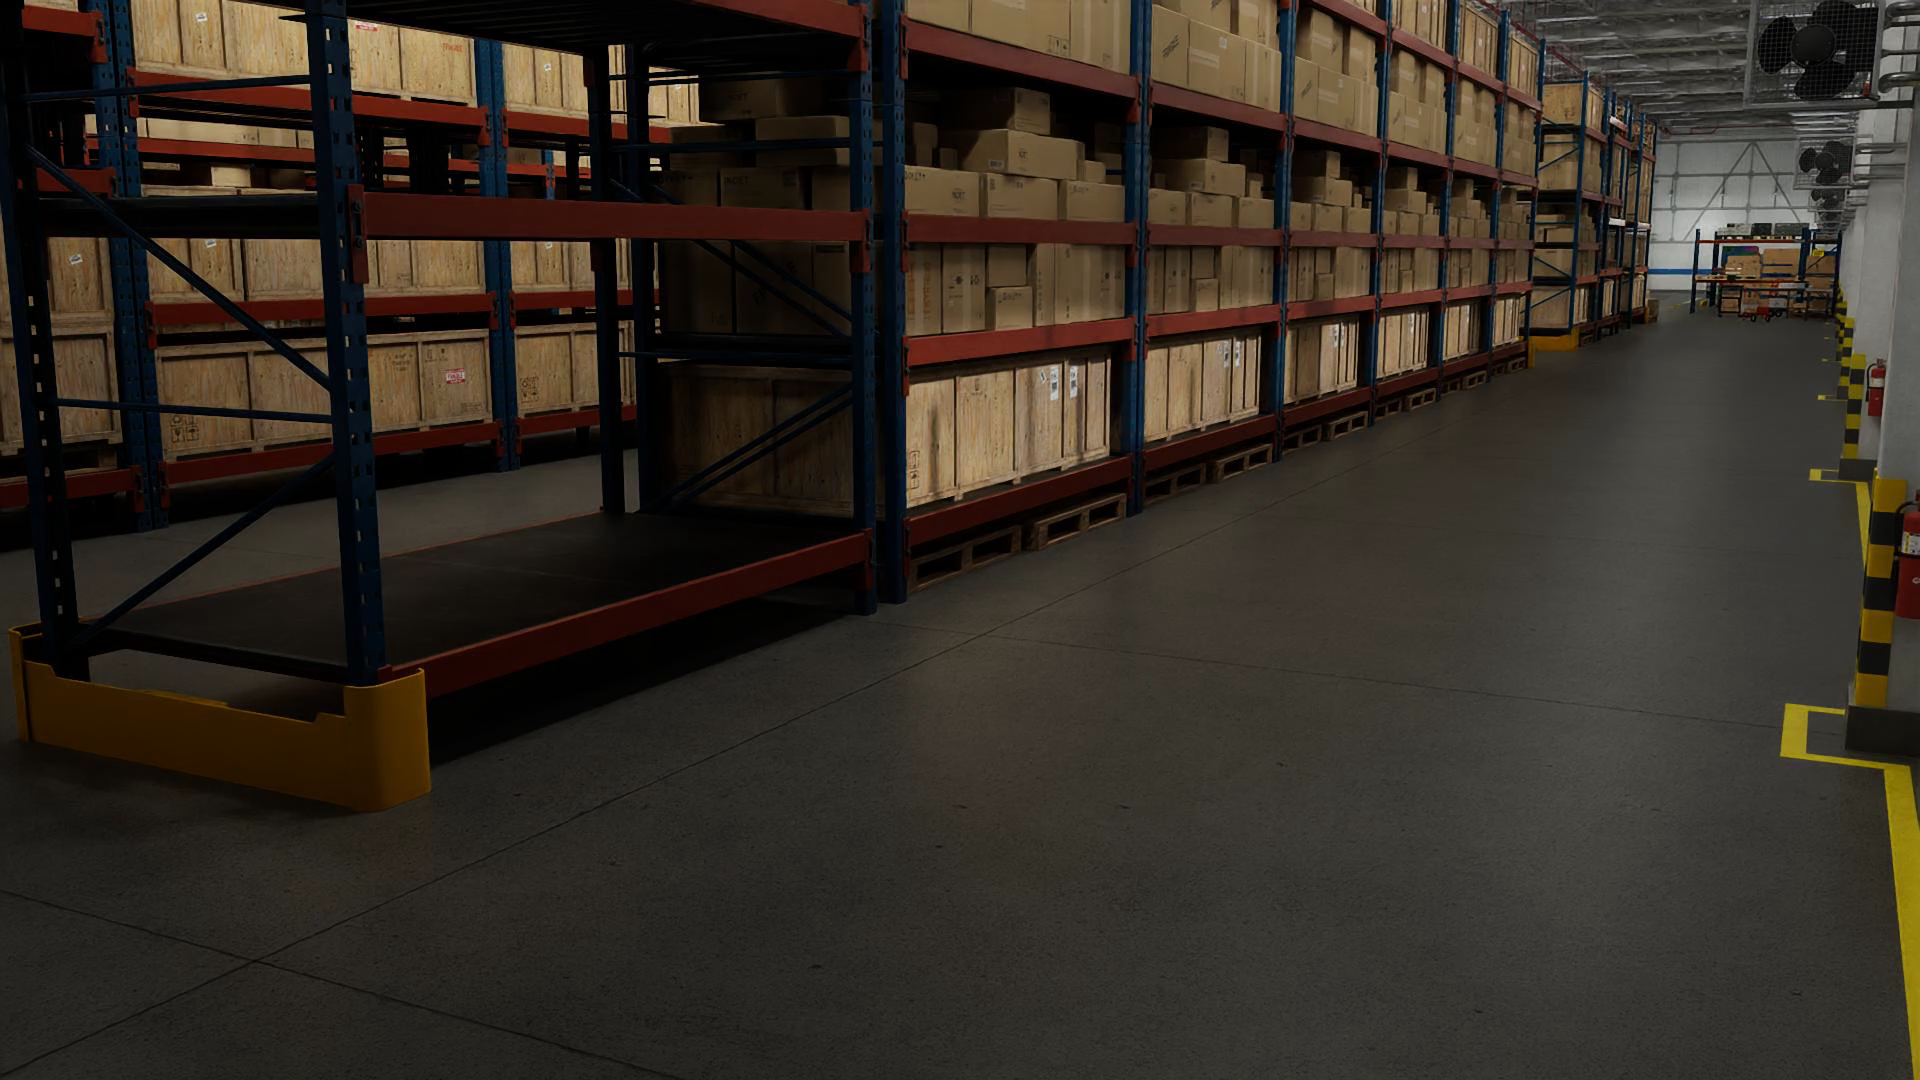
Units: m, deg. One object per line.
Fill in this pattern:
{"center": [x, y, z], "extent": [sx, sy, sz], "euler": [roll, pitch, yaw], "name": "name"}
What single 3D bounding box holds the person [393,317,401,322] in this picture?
{"center": [-10.482, -3.923, 30.682], "extent": [0.318, 1.630, 0.513], "euler": [-5, 11, -25], "name": "person"}
